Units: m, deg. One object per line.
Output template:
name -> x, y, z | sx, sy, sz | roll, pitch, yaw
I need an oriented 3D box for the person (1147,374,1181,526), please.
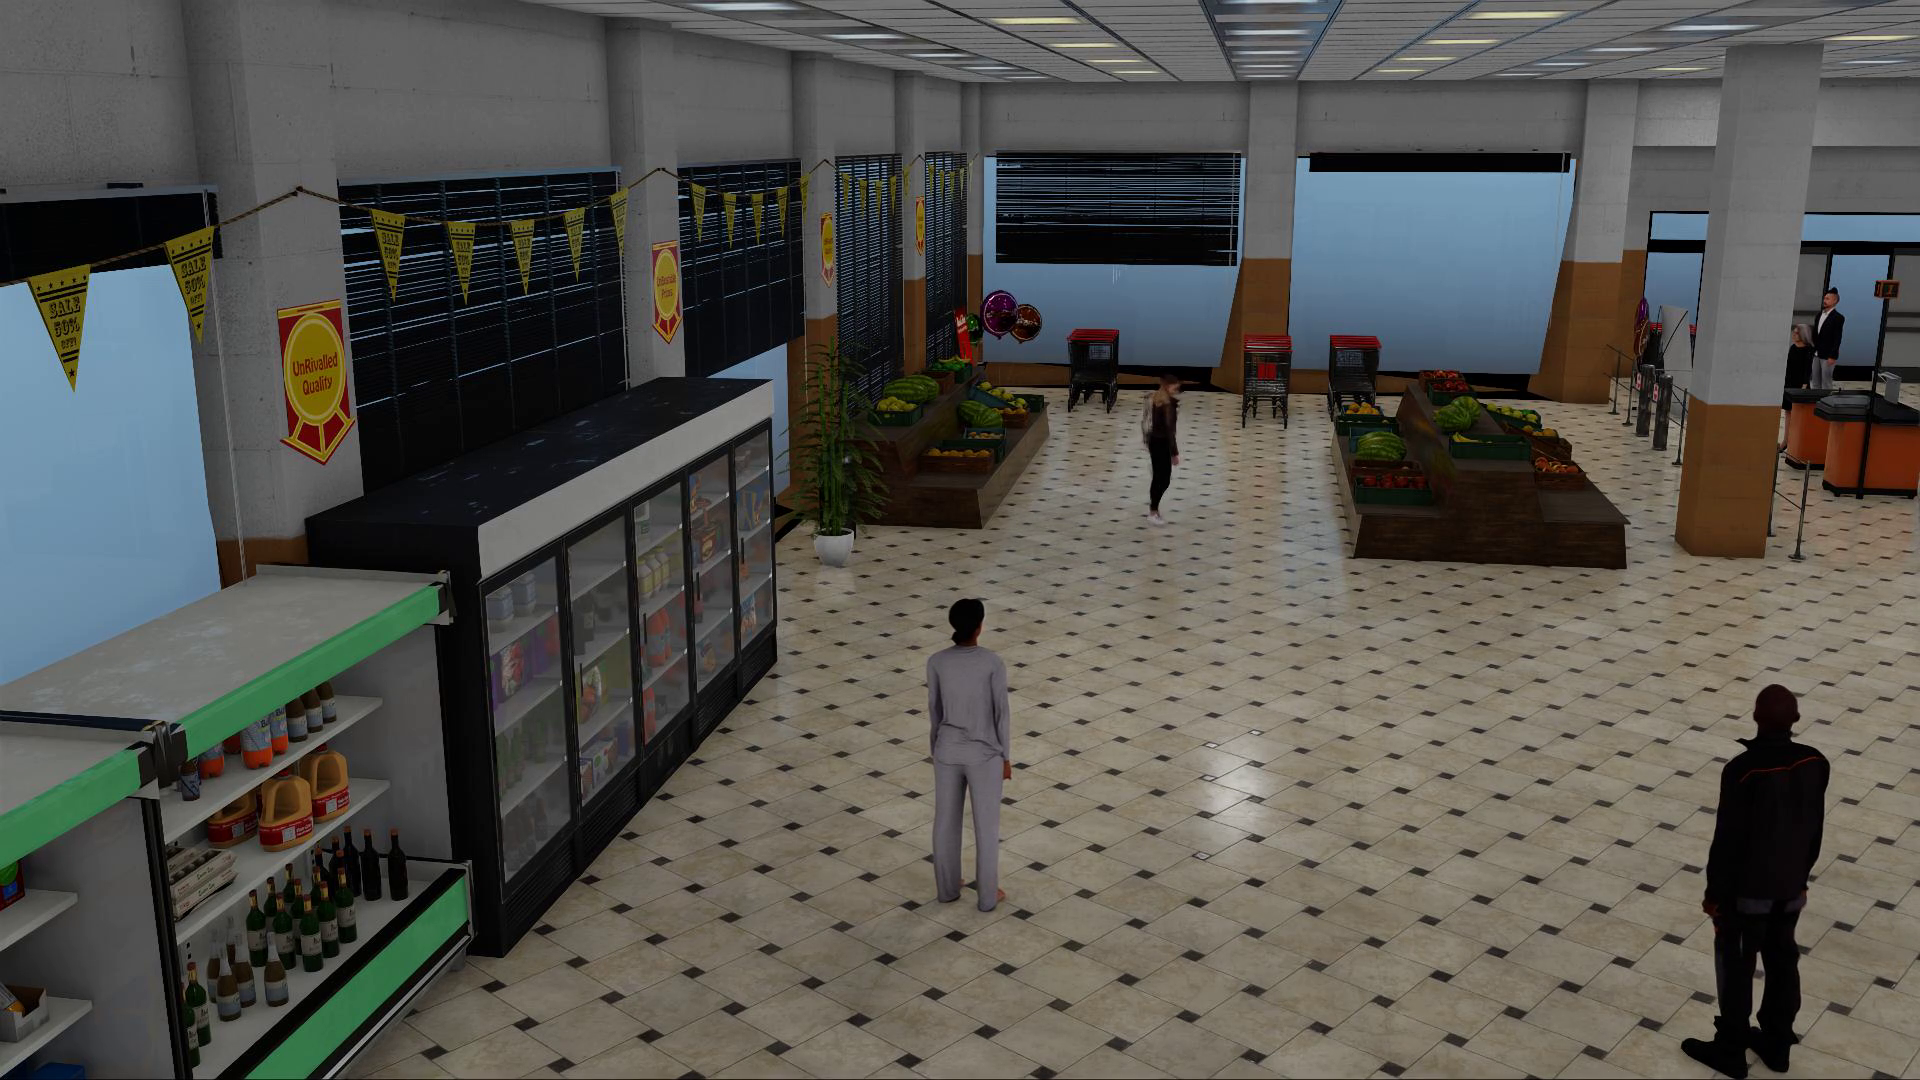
person -> 2.178, -1.006, 18.159 | 0.855, 1.667, 0.658 | -6, 15, -24

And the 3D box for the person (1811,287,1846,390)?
person -> 13.090, -2.847, 25.151 | 0.848, 1.950, 0.691 | -3, 14, -13

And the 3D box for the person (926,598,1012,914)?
person -> 0.044, 1.164, 9.070 | 0.666, 1.735, 0.618 | 5, 15, 21

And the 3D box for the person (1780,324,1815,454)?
person -> 11.098, -2.002, 22.098 | 0.745, 1.746, 0.630 | -3, 14, -12

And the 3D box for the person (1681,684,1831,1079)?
person -> 3.586, 1.517, 7.427 | 0.775, 1.823, 0.736 | -3, 14, -13
